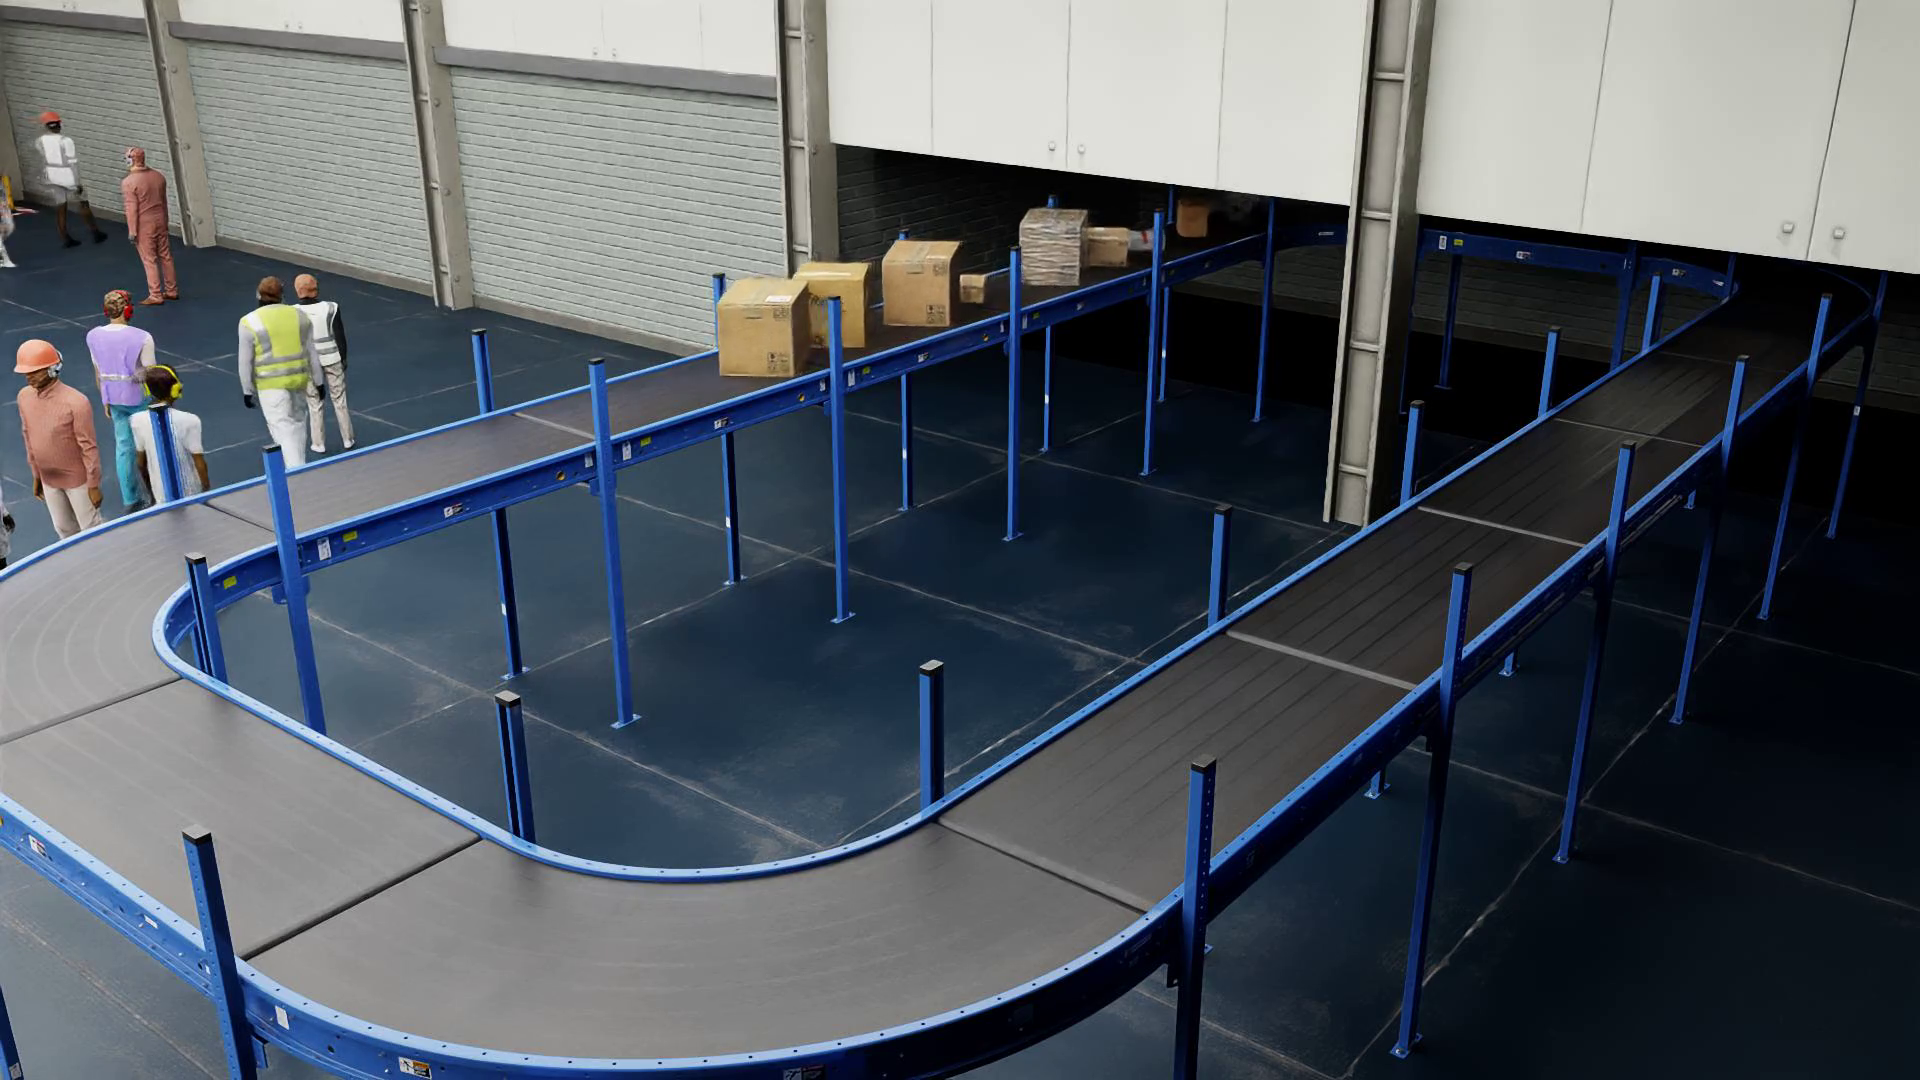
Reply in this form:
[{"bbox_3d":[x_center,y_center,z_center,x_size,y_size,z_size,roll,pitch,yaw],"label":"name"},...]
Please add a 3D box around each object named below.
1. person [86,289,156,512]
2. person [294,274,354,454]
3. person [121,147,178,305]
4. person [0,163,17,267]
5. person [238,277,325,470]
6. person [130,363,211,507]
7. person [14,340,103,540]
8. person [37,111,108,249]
[{"bbox_3d":[-6.732,-1.108,13.505,0.561,1.836,0.393,3,22,8],"label":"person"},{"bbox_3d":[-5.768,-1.586,14.978,0.512,1.639,0.312,-11,24,-27],"label":"person"},{"bbox_3d":[-9.934,-3.830,20.319,0.410,1.909,0.642,6,22,15],"label":"person"},{"bbox_3d":[-13.048,-4.543,22.370,0.508,1.734,0.487,8,23,19],"label":"person"},{"bbox_3d":[-5.688,-1.290,14.036,0.708,1.805,0.657,18,28,38],"label":"person"},{"bbox_3d":[-5.379,-0.351,11.577,0.555,1.830,0.913,0,21,0],"label":"person"},{"bbox_3d":[-6.243,-0.436,11.599,0.605,1.986,0.403,8,23,20],"label":"person"},{"bbox_3d":[-12.677,-5.148,23.681,0.563,1.896,0.762,1,22,3],"label":"person"}]
